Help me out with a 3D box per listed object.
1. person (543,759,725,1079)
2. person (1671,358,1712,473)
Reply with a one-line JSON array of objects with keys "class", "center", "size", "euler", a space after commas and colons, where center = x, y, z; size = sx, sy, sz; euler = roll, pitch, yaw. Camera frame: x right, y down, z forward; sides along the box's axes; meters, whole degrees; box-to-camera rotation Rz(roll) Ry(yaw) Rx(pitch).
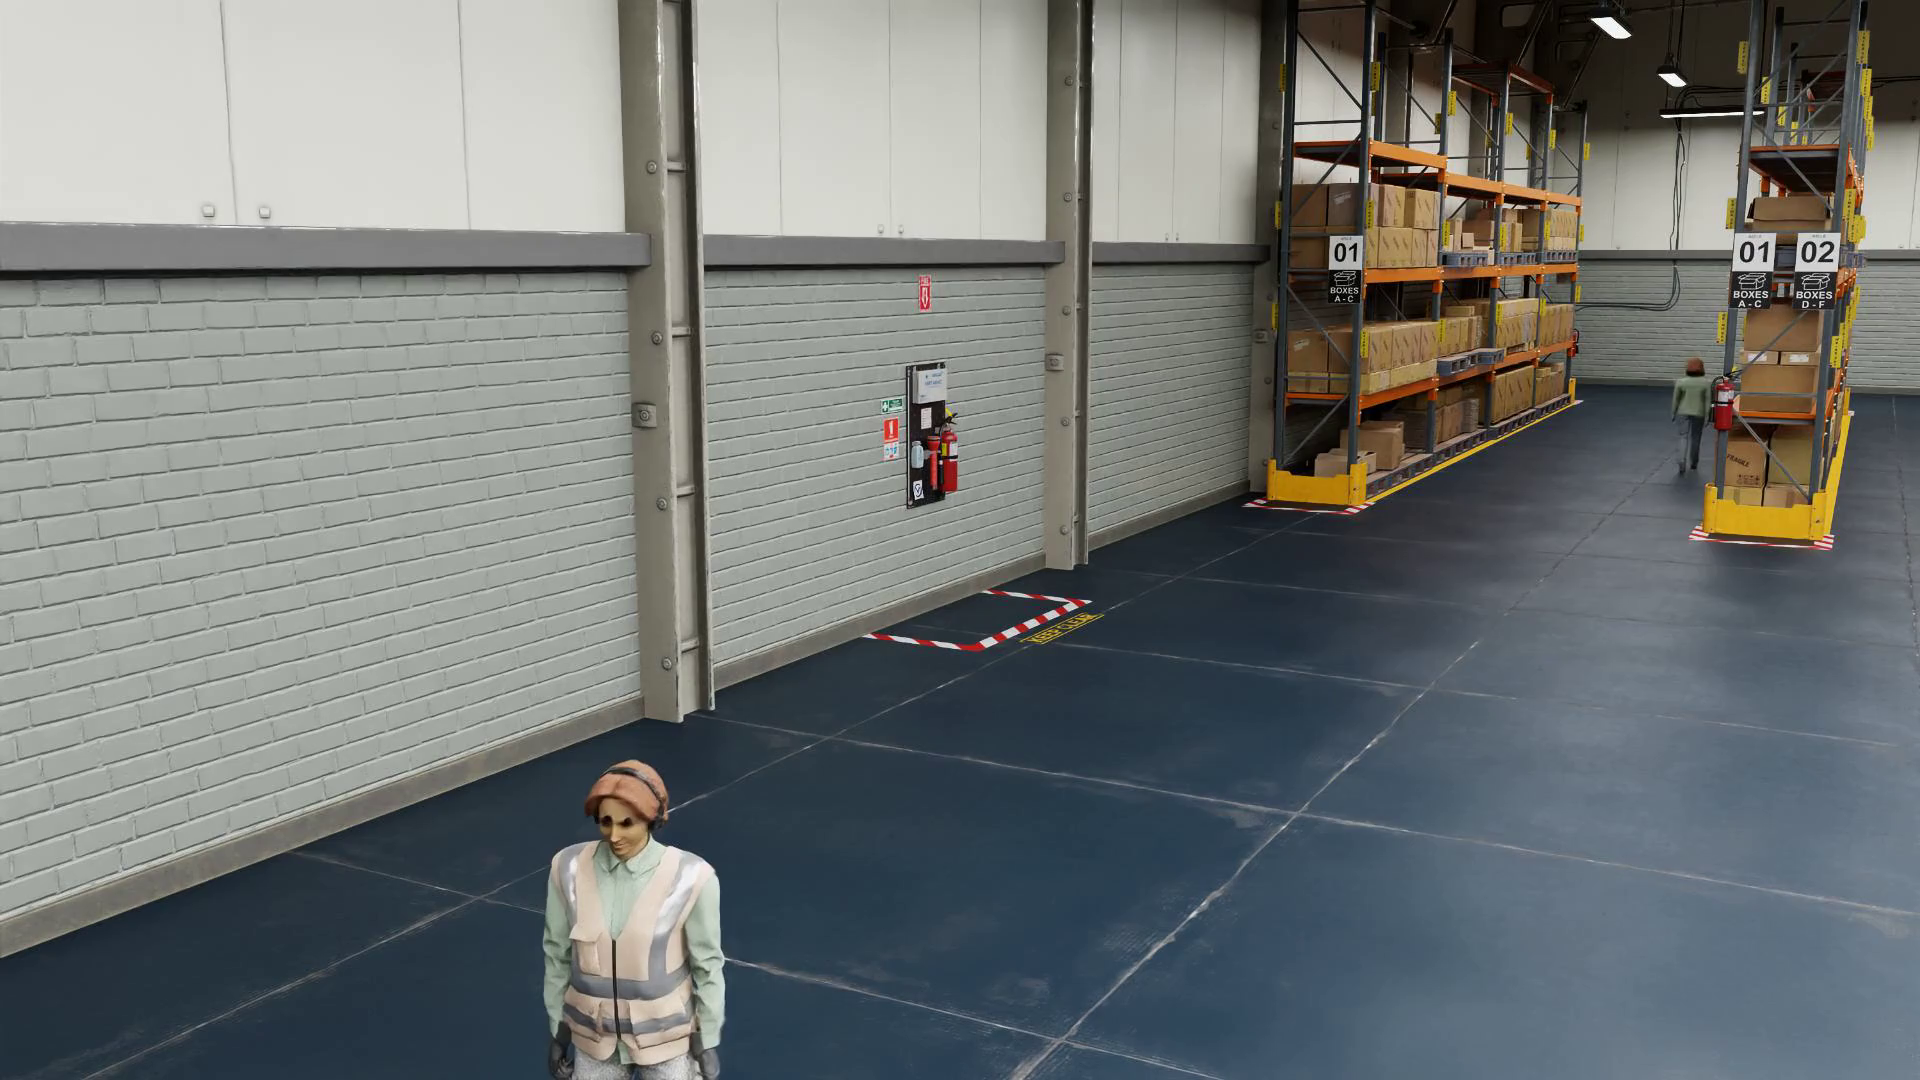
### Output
[{"class": "person", "center": [-0.904, 1.398, 4.625], "size": [0.513, 1.640, 0.313], "euler": [2, 10, 9]}, {"class": "person", "center": [10.118, -1.722, 23.029], "size": [0.515, 1.596, 0.842], "euler": [5, 11, 29]}]
